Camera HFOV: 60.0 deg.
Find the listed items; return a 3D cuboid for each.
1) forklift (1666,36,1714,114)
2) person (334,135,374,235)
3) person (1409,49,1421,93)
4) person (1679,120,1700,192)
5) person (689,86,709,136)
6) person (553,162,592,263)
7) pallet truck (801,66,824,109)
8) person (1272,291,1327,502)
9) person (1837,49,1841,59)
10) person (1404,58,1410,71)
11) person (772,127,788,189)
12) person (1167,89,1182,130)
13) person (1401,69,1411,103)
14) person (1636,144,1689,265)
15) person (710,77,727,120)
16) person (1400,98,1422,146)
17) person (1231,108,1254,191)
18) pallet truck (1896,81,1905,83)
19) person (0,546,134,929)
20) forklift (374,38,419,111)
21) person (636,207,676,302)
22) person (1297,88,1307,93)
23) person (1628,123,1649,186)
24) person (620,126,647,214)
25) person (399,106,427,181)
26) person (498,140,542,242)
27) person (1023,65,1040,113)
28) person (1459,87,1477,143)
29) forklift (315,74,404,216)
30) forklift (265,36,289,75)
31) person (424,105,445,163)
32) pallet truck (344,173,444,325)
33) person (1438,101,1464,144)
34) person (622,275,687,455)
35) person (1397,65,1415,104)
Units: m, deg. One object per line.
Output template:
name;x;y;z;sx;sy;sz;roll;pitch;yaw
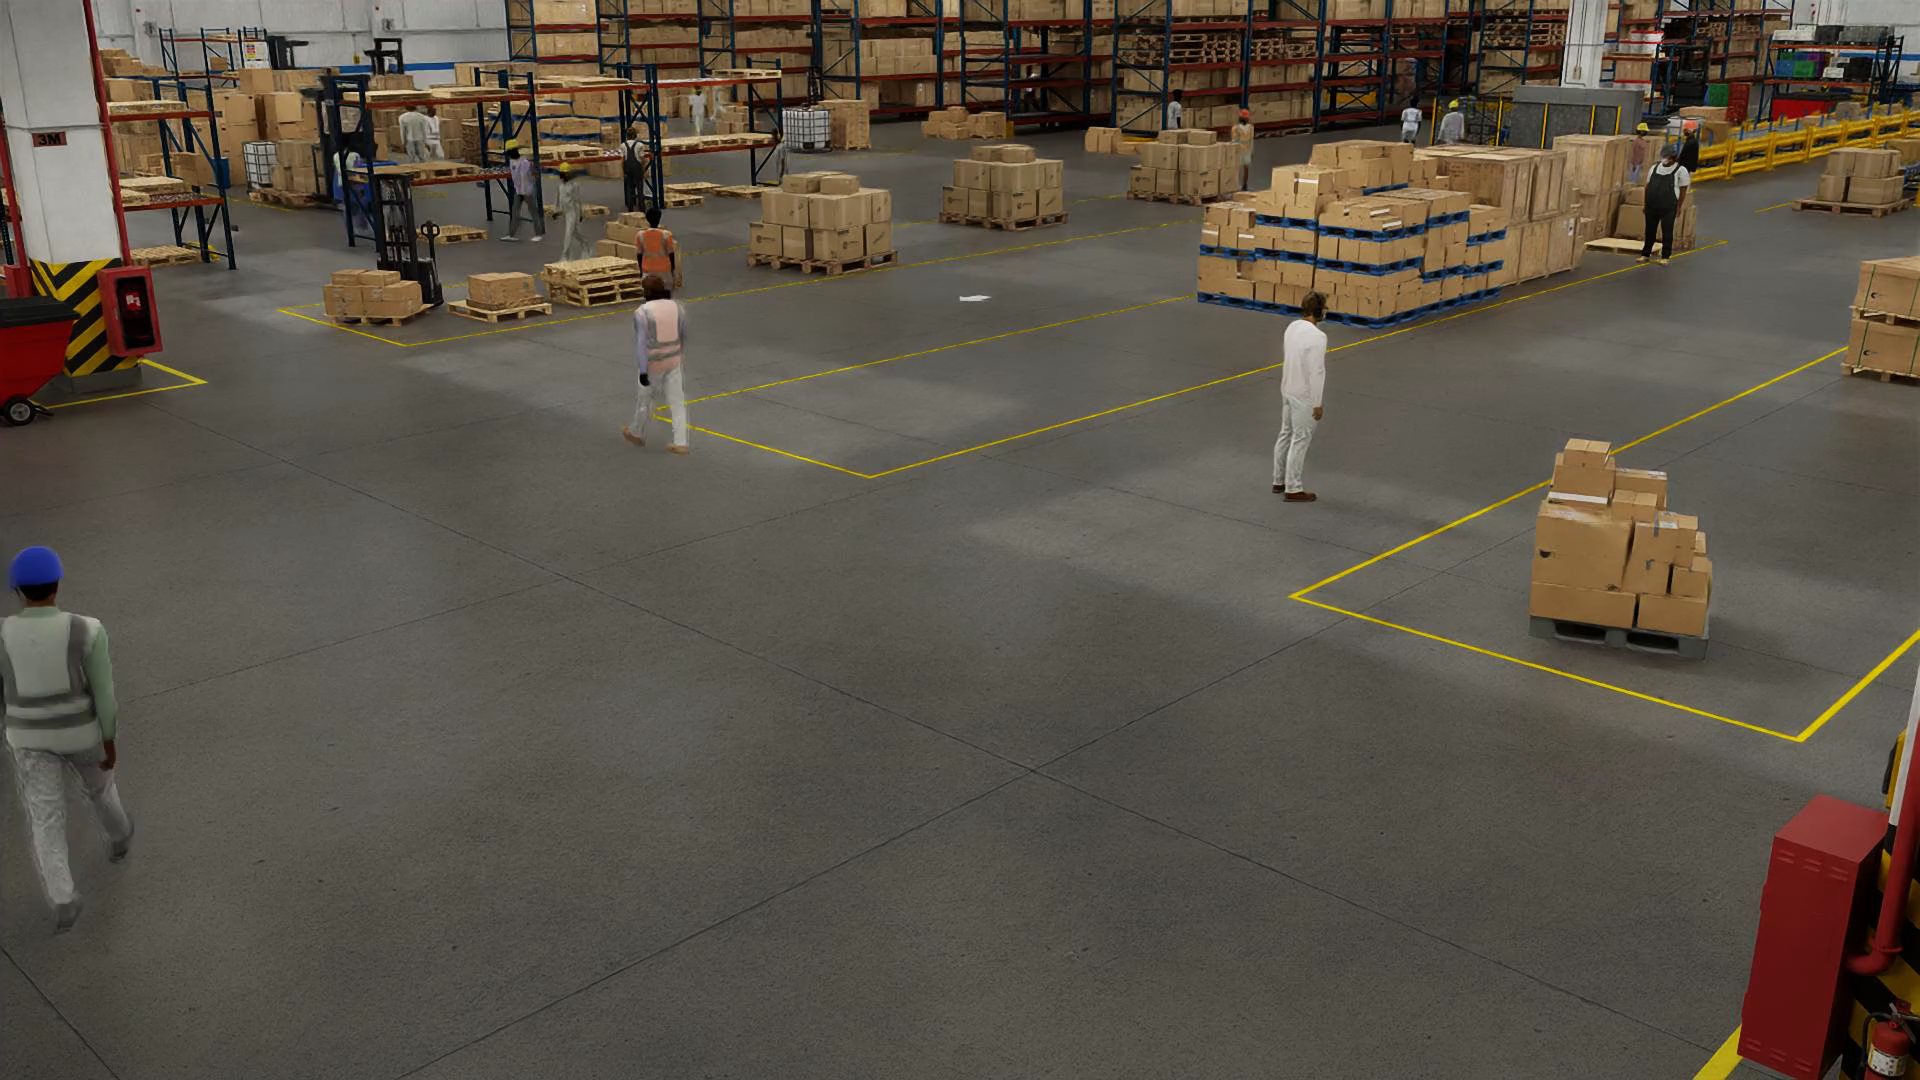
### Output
forklift;27.341;-17.291;61.877;1.129;2.768;1.873;17;25;41
person;-11.495;-6.733;31.599;0.631;1.892;0.758;6;19;18
person;20.599;-21.183;75.134;0.954;1.895;0.633;-17;25;-42
person;14.765;-7.517;33.812;0.387;1.996;0.611;7;19;19
person;-7.621;-12.416;48.813;0.524;1.832;0.930;-11;21;-29
person;-6.692;-5.659;28.676;0.488;1.701;0.888;13;22;34
pallet truck;-4.812;-15.182;56.903;0.823;1.965;1.885;-9;21;-26
person;3.137;-1.317;15.256;0.387;1.927;0.645;-4;19;-13
person;41.205;-22.276;78.305;0.414;1.985;0.611;13;22;34
person;21.155;-22.189;78.593;0.508;1.629;0.314;-16;24;-40
person;-3.626;-7.391;33.638;0.310;1.864;0.534;-3;19;-8
person;5.776;-11.108;44.675;0.374;1.966;0.607;-6;19;-17
person;17.111;-17.276;63.848;0.503;1.591;0.841;17;25;41
person;11.934;-5.709;28.293;0.536;2.000;0.688;-17;25;-41
person;-8.667;-15.907;59.677;0.643;1.616;0.523;-4;19;-13
person;12.324;-11.248;45.534;0.563;1.667;0.481;4;19;13
person;6.487;-8.996;38.408;0.549;1.920;0.720;-4;19;-12
pallet truck;34.802;-16.331;61.455;0.653;1.274;1.630;17;25;41
person;-4.611;0.938;8.504;0.618;1.881;1.035;-6;19;-17
forklift;-20.410;-16.608;59.819;1.129;2.768;1.873;1;18;3
person;-4.143;-3.687;22.737;0.540;1.695;0.317;0;18;1
person;15.183;-20.807;74.136;0.640;1.818;0.595;-16;24;-39
person;14.688;-8.138;36.042;0.314;1.769;0.525;13;22;34
person;-6.672;-7.518;34.050;0.507;1.847;0.344;1;18;4
person;-13.270;-9.685;40.435;0.628;1.940;0.373;-9;20;-25
person;-8.139;-6.416;30.677;0.628;1.869;0.949;14;23;37
person;2.588;-16.336;60.553;0.863;1.894;0.597;-15;23;-37
person;15.532;-13.038;50.992;0.545;1.643;0.887;5;19;15
forklift;-12.659;-8.279;34.724;1.873;2.768;1.129;17;25;41
forklift;-25.671;-17.576;62.735;1.129;2.768;1.873;17;25;41
person;-12.977;-9.788;40.930;1.015;1.828;0.587;10;21;27
pallet truck;-8.209;-4.181;23.757;0.823;1.965;1.885;3;19;9
person;12.572;-10.335;42.637;0.613;1.784;0.924;-5;19;-14
person;-3.097;-1.795;16.883;0.951;1.791;0.647;17;25;42
person;16.454;-16.558;61.305;1.015;1.846;0.746;15;23;38
